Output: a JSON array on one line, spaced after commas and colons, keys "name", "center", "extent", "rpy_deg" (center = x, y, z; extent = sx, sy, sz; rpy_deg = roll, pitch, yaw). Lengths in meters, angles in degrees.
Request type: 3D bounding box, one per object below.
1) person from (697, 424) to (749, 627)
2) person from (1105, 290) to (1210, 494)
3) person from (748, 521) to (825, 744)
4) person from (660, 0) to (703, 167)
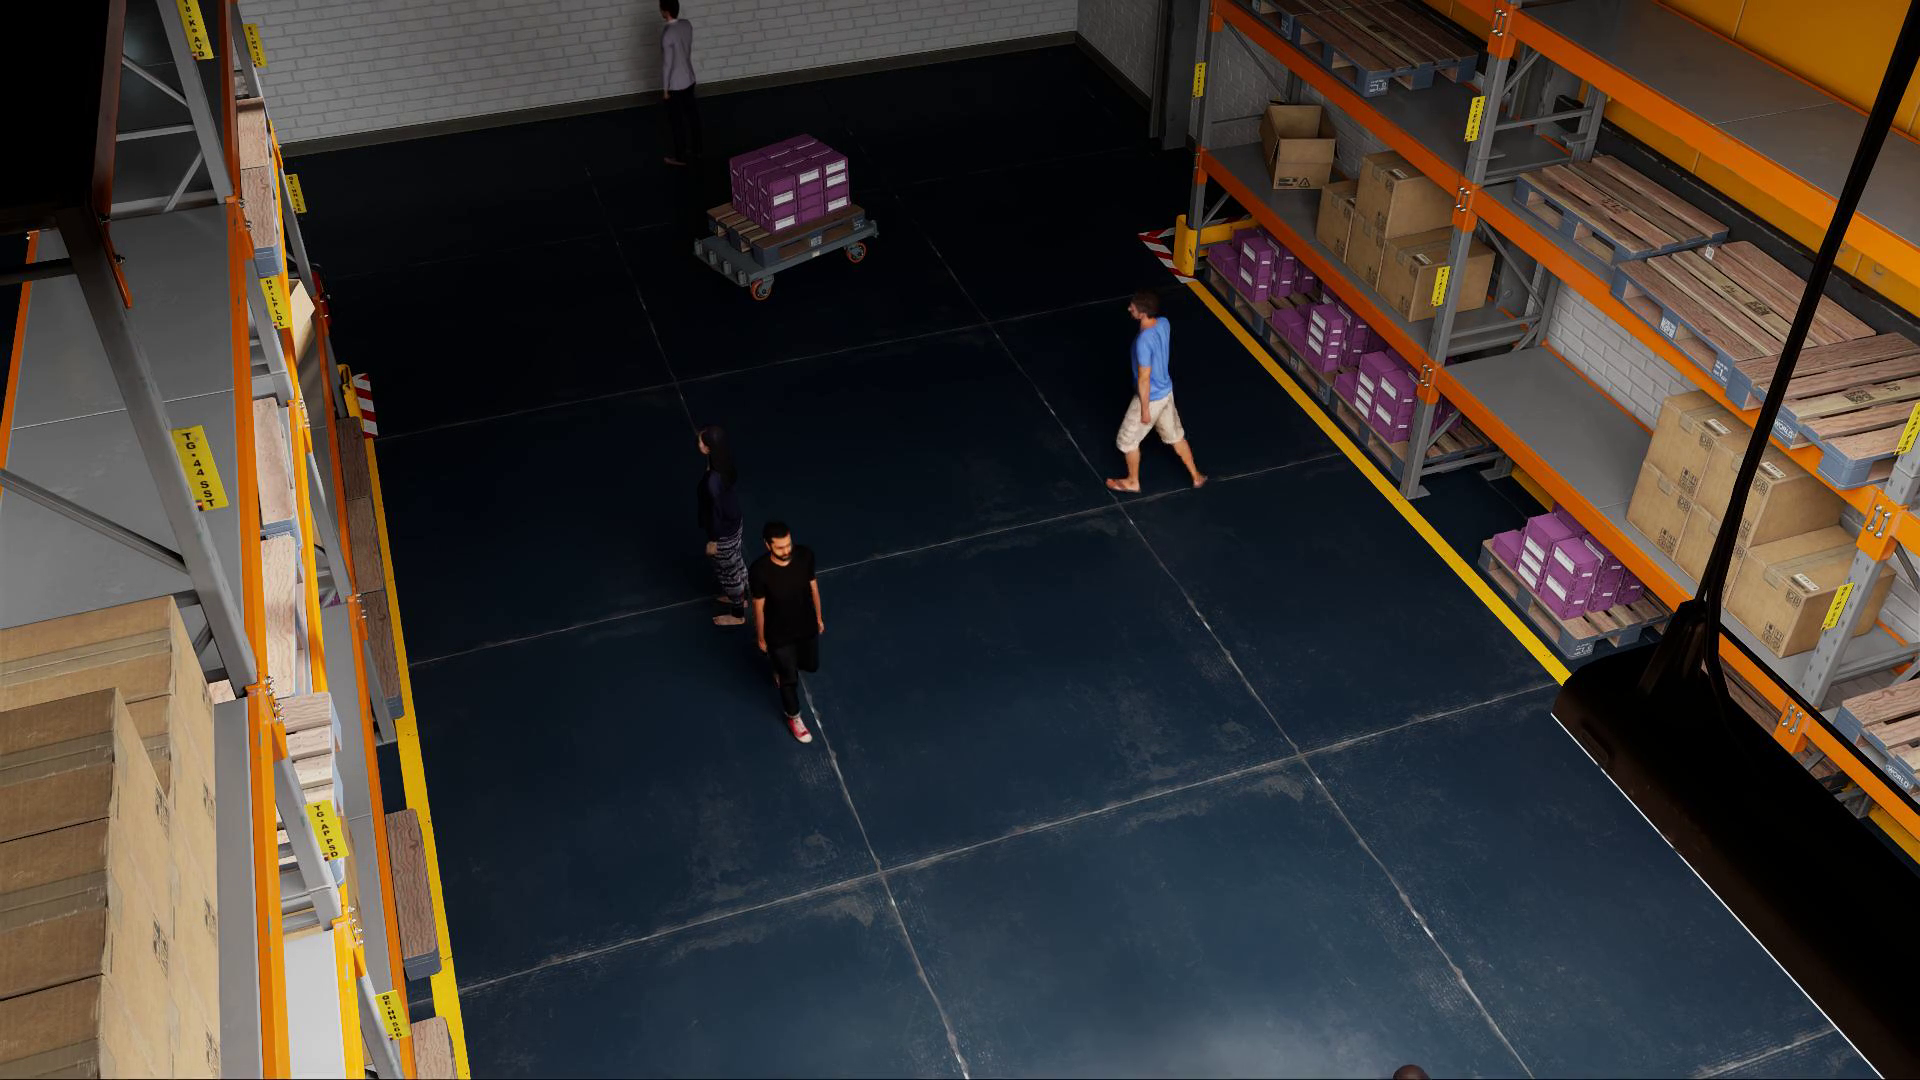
[{"name": "person", "center": [-1.690, -0.119, 11.920], "extent": [0.741, 1.734, 0.609], "rpy_deg": [4, 39, 5]}, {"name": "person", "center": [1.580, -1.114, 13.095], "extent": [1.166, 1.821, 1.082], "rpy_deg": [26, 45, 29]}, {"name": "person", "center": [-1.172, 0.532, 11.100], "extent": [0.784, 1.740, 0.988], "rpy_deg": [-23, 44, -26]}, {"name": "person", "center": [-2.992, -4.951, 17.880], "extent": [0.840, 1.847, 0.787], "rpy_deg": [17, 42, 20]}]
